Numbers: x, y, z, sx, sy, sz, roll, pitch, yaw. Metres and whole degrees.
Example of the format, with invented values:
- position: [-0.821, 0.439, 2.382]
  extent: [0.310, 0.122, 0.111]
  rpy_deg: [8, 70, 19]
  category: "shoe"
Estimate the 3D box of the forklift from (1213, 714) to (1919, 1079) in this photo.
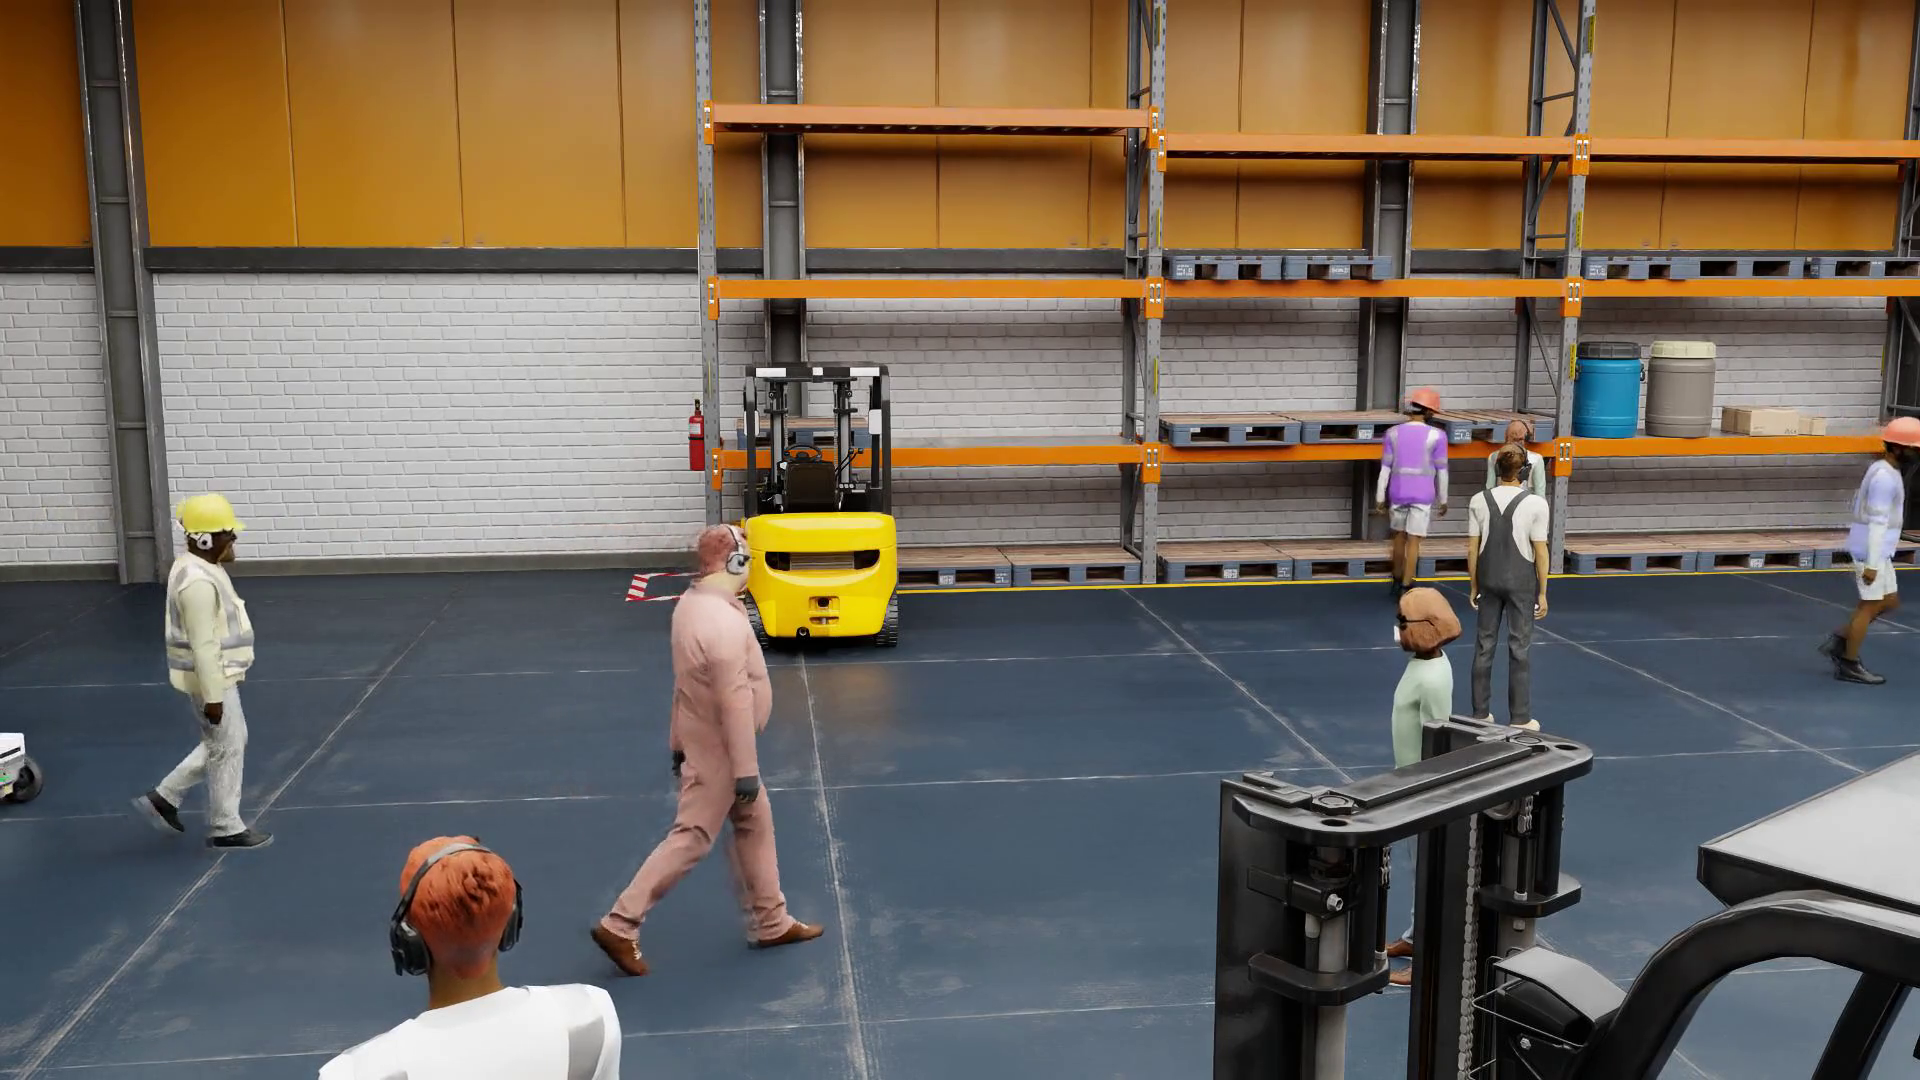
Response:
- position: [1.441, 1.425, 2.350]
  extent: [1.214, 2.155, 2.313]
  rpy_deg: [-7, 12, -39]
  category: "forklift"

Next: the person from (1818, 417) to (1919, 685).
- position: [6.422, 0.083, 11.625]
  extent: [0.530, 1.907, 0.575]
  rpy_deg: [6, 11, 31]
  category: "person"

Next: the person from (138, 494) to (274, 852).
- position: [-3.766, 0.671, 8.233]
  extent: [0.529, 1.814, 0.612]
  rpy_deg: [-4, 10, -24]
  category: "person"

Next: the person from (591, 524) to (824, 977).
- position: [-1.083, 0.863, 6.938]
  extent: [0.972, 1.859, 0.646]
  rpy_deg: [-3, 10, -18]
  category: "person"

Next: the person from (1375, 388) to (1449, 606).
- position: [3.998, -0.388, 14.616]
  extent: [0.603, 1.883, 0.794]
  rpy_deg: [6, 11, 32]
  category: "person"

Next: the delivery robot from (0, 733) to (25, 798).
- position: [-5.387, 1.153, 8.855]
  extent: [0.707, 0.478, 0.477]
  rpy_deg: [1, 9, 6]
  category: "delivery robot"

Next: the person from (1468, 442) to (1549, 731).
- position: [3.422, 0.310, 10.397]
  extent: [0.508, 1.846, 0.345]
  rpy_deg: [7, 11, 37]
  category: "person"

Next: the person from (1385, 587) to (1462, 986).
- position: [1.865, 0.996, 6.771]
  extent: [0.281, 1.633, 0.498]
  rpy_deg: [2, 9, 9]
  category: "person"

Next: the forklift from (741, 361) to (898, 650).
- position: [-1.154, -0.340, 13.365]
  extent: [1.214, 2.155, 2.313]
  rpy_deg: [-1, 9, -7]
  category: "forklift"

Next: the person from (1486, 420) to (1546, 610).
- position: [4.760, -0.210, 14.274]
  extent: [0.514, 1.642, 0.310]
  rpy_deg: [7, 12, 39]
  category: "person"

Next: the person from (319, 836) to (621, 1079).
- position: [-0.889, 1.460, 3.098]
  extent: [0.575, 1.885, 0.355]
  rpy_deg: [-7, 12, -39]
  category: "person"
